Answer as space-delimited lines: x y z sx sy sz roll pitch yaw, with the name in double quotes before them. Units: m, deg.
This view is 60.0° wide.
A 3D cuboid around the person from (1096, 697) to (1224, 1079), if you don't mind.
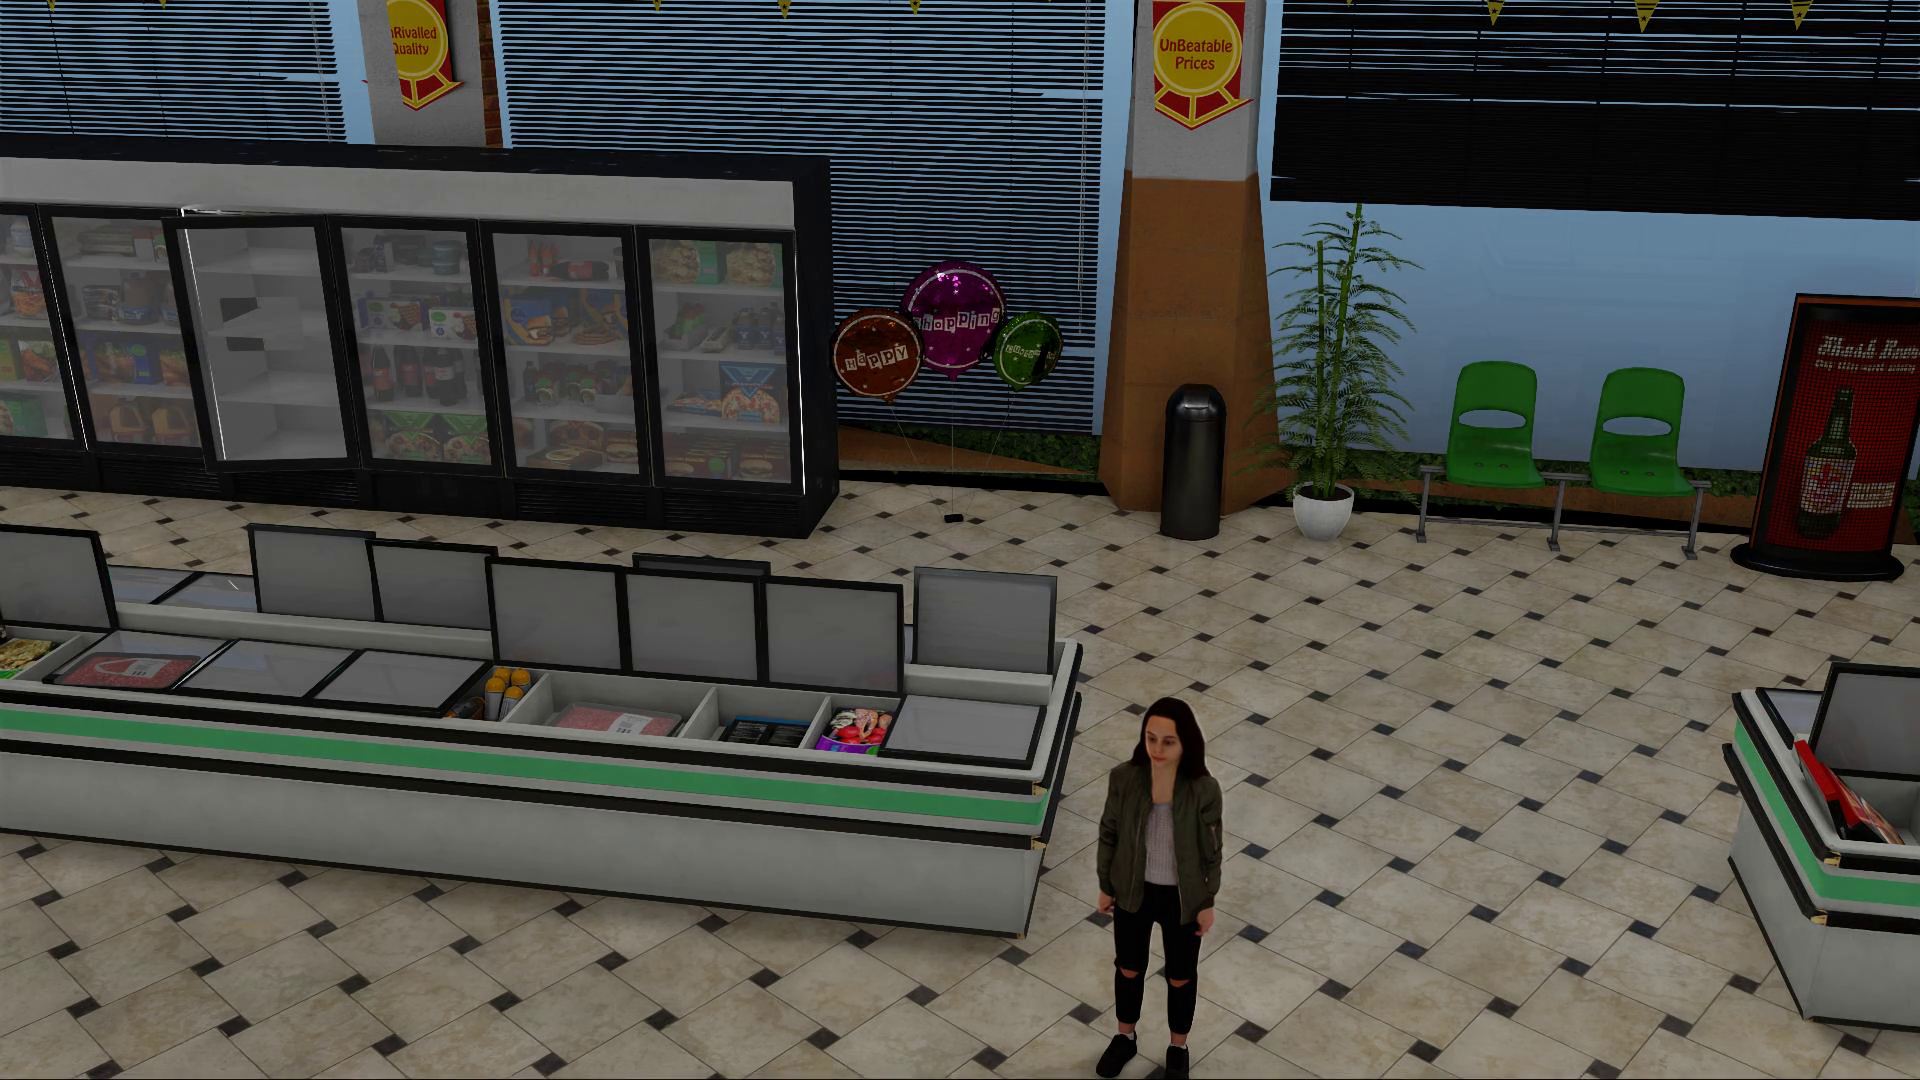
"person" 0.688 1.216 5.740 0.491 1.475 0.670 7 23 17
